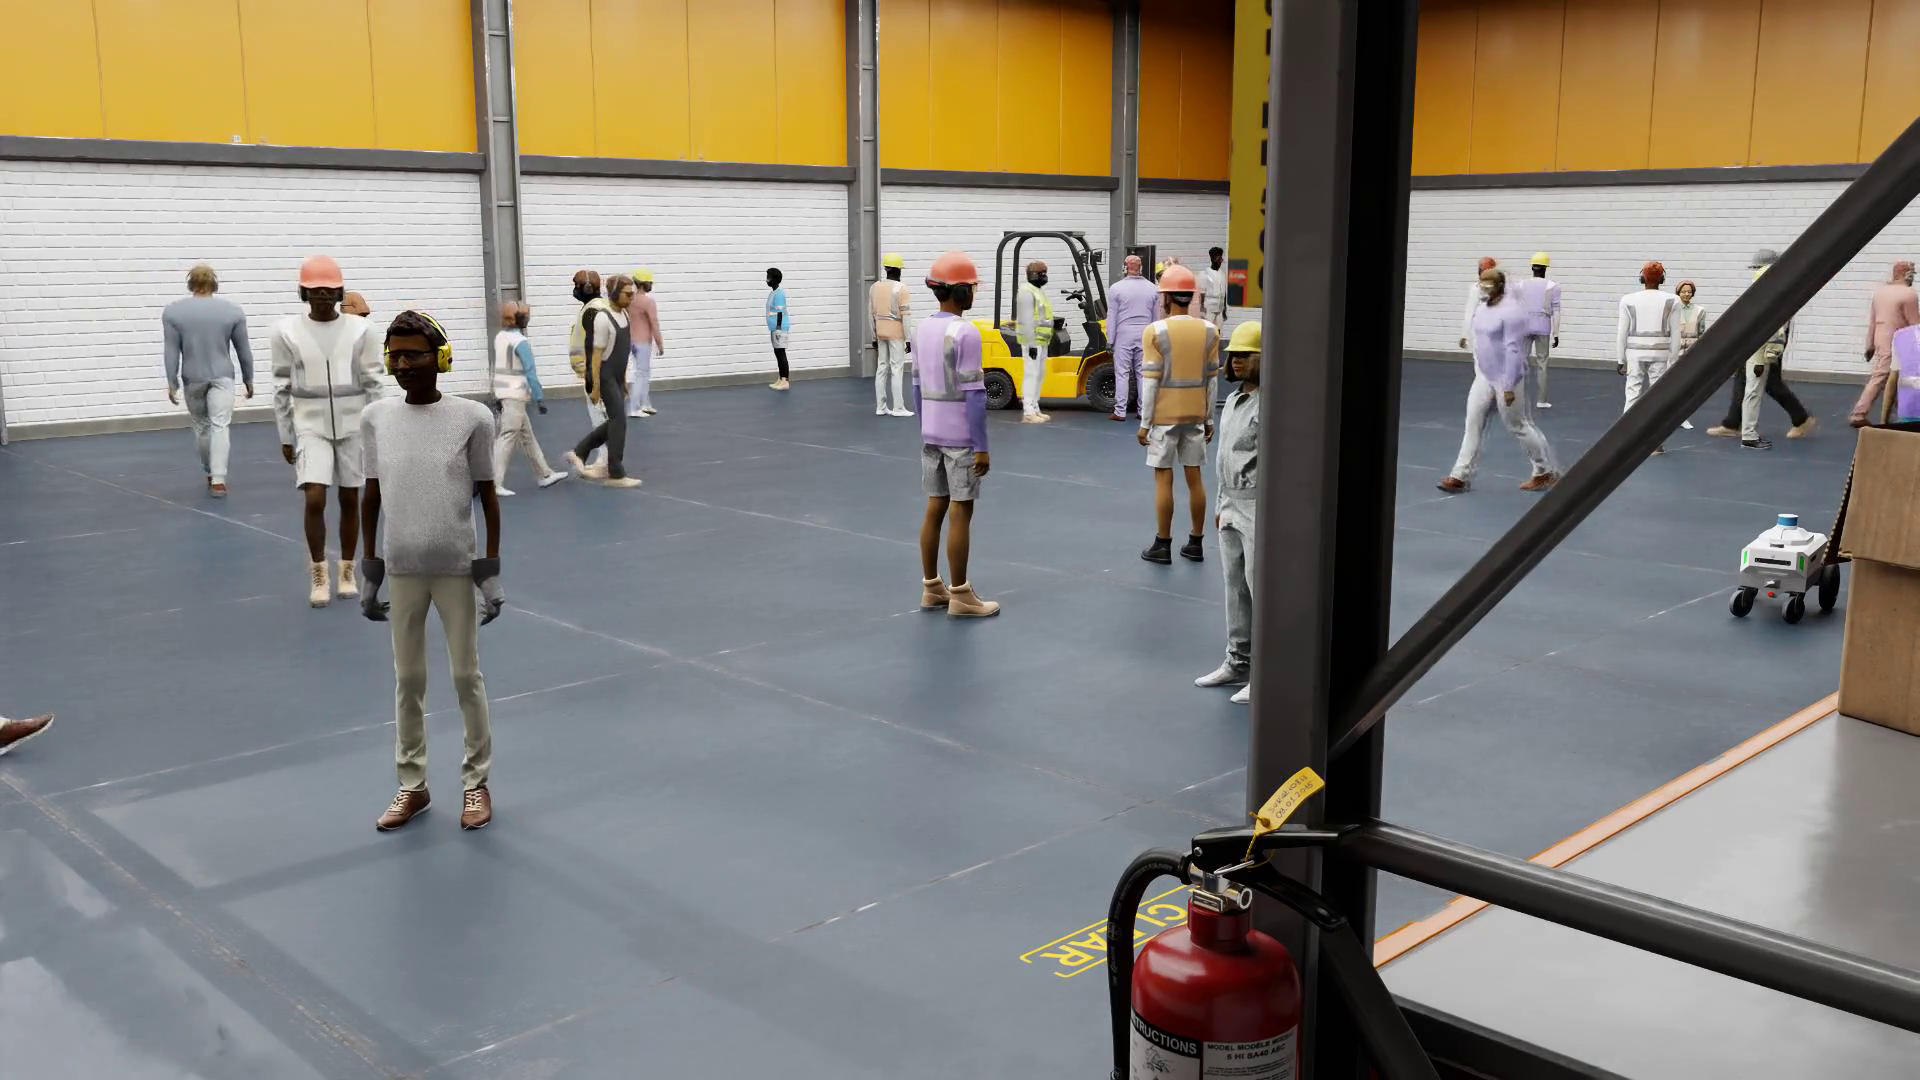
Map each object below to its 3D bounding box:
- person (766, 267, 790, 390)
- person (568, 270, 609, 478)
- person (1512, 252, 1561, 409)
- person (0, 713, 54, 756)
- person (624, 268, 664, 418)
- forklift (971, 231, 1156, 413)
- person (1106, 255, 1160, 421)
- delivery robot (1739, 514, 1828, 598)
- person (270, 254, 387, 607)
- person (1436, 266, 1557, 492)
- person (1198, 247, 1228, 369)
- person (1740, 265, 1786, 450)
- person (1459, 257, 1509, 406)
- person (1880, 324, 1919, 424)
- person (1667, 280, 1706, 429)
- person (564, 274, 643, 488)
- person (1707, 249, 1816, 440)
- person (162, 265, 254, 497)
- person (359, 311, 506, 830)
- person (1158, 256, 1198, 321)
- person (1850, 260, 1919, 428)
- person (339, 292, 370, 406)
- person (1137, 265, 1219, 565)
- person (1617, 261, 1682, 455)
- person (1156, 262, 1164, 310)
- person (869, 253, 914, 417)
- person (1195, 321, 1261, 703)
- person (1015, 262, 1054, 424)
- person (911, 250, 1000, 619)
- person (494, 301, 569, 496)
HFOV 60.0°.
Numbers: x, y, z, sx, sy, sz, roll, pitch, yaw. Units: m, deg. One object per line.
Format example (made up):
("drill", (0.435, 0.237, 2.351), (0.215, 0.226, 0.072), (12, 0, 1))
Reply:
("person", (-2.531, -2.924, 23.054), (0.321, 1.690, 0.536), (-3, 11, -17))
("person", (-3.248, -1.470, 14.750), (0.430, 1.835, 0.621), (-2, 11, -11))
("person", (7.106, -2.585, 20.550), (0.593, 1.924, 0.384), (6, 12, 29))
("person", (-4.103, 0.066, 6.413), (0.525, 1.809, 1.008), (9, 14, 40))
("person", (-3.694, -2.316, 19.577), (0.548, 1.742, 0.654), (9, 14, 41))
("forklift", (1.222, -2.721, 20.561), (2.313, 2.155, 1.214), (2, 11, 13))
("person", (1.973, -2.318, 19.178), (0.644, 1.903, 0.401), (-4, 11, -21))
("delivery robot", (4.667, 0.097, 9.413), (0.477, 0.478, 0.707), (7, 13, 35))
("person", (-3.613, -0.623, 9.591), (0.604, 2.018, 0.701), (-5, 11, -23))
("person", (4.501, -1.315, 13.778), (1.034, 1.887, 0.673), (-3, 11, -17))
("person", (4.018, -3.669, 26.397), (0.609, 1.957, 0.398), (-8, 13, -36))
("person", (8.032, -1.826, 16.656), (0.403, 1.837, 0.591), (6, 12, 28))
("person", (6.418, -2.510, 20.298), (0.614, 1.867, 0.398), (-6, 12, -29))
("person", (6.462, -0.787, 11.037), (0.705, 1.822, 0.582), (-6, 12, -30))
("person", (7.945, -2.037, 18.348), (0.524, 1.639, 0.308), (0, 10, 2))
("person", (-3.052, -1.346, 14.104), (0.654, 1.816, 0.526), (1, 10, 8))
("person", (8.494, -2.071, 17.440), (0.966, 2.000, 0.698), (3, 11, 14))
("person", (-6.213, -1.326, 13.808), (0.655, 1.880, 1.037), (-4, 11, -19))
("person", (-1.903, 0.118, 5.970), (0.530, 1.871, 0.323), (0, 10, -1))
("person", (2.826, -2.784, 21.852), (0.834, 1.854, 0.679), (-5, 11, -25))
("person", (10.378, -2.150, 18.396), (1.008, 1.853, 0.645), (0, 10, 2))
("person", (-5.366, -1.390, 14.831), (0.276, 1.633, 0.507), (-4, 11, -20))
("person", (1.404, -0.809, 10.839), (0.553, 1.934, 0.366), (-4, 11, -20))
("person", (6.689, -1.761, 16.175), (0.575, 1.885, 0.355), (5, 11, 24))
("person", (2.744, -2.890, 22.656), (0.533, 1.765, 0.325), (-5, 11, -23))
("person", (-0.798, -2.411, 19.600), (0.595, 1.925, 0.374), (8, 13, 37))
("person", (1.315, -0.128, 7.650), (0.284, 1.746, 0.492), (-4, 11, -21))
("person", (0.850, -2.247, 19.015), (0.429, 1.832, 0.672), (3, 11, 16))
("person", (-0.031, -0.581, 9.297), (0.366, 2.048, 0.607), (-7, 13, -34))
("person", (-3.623, -1.166, 13.743), (0.846, 1.596, 0.523), (-8, 13, -37))
